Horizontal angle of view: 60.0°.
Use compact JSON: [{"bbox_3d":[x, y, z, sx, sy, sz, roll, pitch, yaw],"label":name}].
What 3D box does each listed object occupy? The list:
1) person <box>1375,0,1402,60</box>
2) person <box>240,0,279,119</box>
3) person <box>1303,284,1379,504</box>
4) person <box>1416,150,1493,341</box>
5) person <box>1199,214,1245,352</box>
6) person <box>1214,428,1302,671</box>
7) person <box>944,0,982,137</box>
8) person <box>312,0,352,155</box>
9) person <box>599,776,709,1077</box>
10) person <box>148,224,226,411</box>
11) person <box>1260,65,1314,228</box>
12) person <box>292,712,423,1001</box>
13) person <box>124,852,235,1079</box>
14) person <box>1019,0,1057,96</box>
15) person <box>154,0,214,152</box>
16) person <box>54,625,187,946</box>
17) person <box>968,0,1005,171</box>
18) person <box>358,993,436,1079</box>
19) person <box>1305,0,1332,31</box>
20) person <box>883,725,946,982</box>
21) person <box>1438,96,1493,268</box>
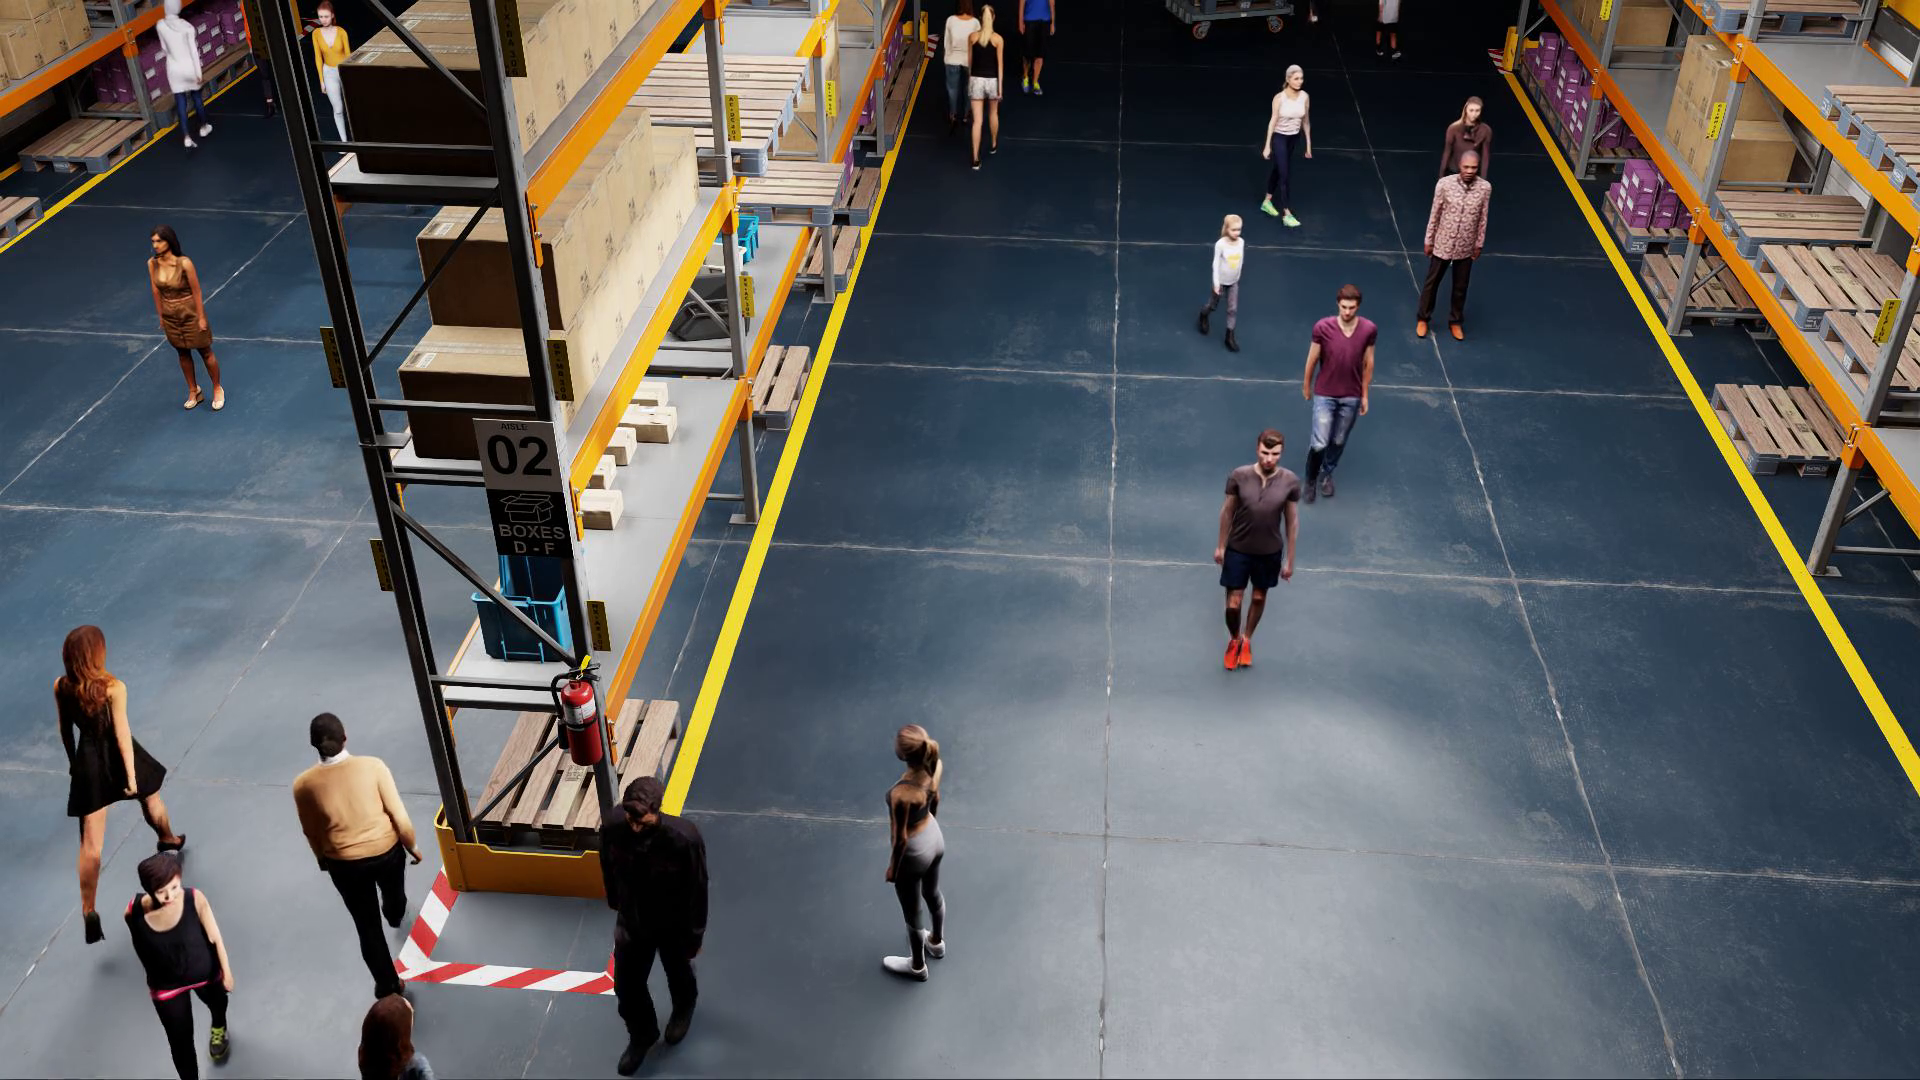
[{"bbox_3d":[5.785,-7.170,22.537,0.604,1.227,0.890,-4,34,-6],"label":"person"},{"bbox_3d":[-8.509,-6.069,20.408,0.609,1.750,0.535,3,34,5],"label":"person"},{"bbox_3d":[2.942,-1.197,13.006,0.665,1.830,0.662,1,34,1],"label":"person"},{"bbox_3d":[4.564,-2.740,15.352,0.694,1.802,0.591,5,34,7],"label":"person"},{"bbox_3d":[2.420,-2.417,15.355,0.685,1.261,0.906,-10,35,-15],"label":"person"},{"bbox_3d":[1.984,0.019,11.167,0.683,1.841,0.635,5,34,7],"label":"person"},{"bbox_3d":[-0.003,-5.667,19.888,0.610,1.655,1.006,3,34,4],"label":"person"},{"bbox_3d":[-7.237,-5.383,19.377,0.637,1.748,0.634,-8,34,-12],"label":"person"},{"bbox_3d":[-1.483,1.813,8.406,0.811,1.909,0.869,8,34,12],"label":"person"},{"bbox_3d":[-6.614,-1.897,14.186,0.559,1.690,0.495,3,34,5],"label":"person"},{"bbox_3d":[3.409,-4.252,17.742,0.952,1.676,1.103,-16,37,-22],"label":"person"},{"bbox_3d":[-3.120,1.728,8.724,1.072,1.699,1.310,-13,36,-18],"label":"person"},{"bbox_3d":[-3.871,2.095,8.340,0.841,1.512,1.073,-10,35,-15],"label":"person"},{"bbox_3d":[0.952,-6.625,21.150,0.705,1.854,0.733,-10,35,-15],"label":"person"},{"bbox_3d":[-9.120,-5.424,19.447,0.773,1.739,1.197,-4,34,-6],"label":"person"},{"bbox_3d":[-4.736,1.367,9.192,0.689,1.782,1.222,-2,34,-3],"label":"person"},{"bbox_3d":[0.256,-5.147,18.982,0.582,1.793,1.186,5,34,8],"label":"person"},{"bbox_3d":[-2.529,2.679,7.506,0.654,1.463,0.691,9,35,14],"label":"person"},{"bbox_3d":[5.163,-8.136,23.403,0.739,1.877,0.667,1,34,1],"label":"person"},{"bbox_3d":[-0.223,1.651,8.832,0.706,1.707,0.610,20,38,27],"label":"person"},{"bbox_3d":[5.107,-3.699,16.923,0.637,1.661,1.131,4,34,6],"label":"person"}]
